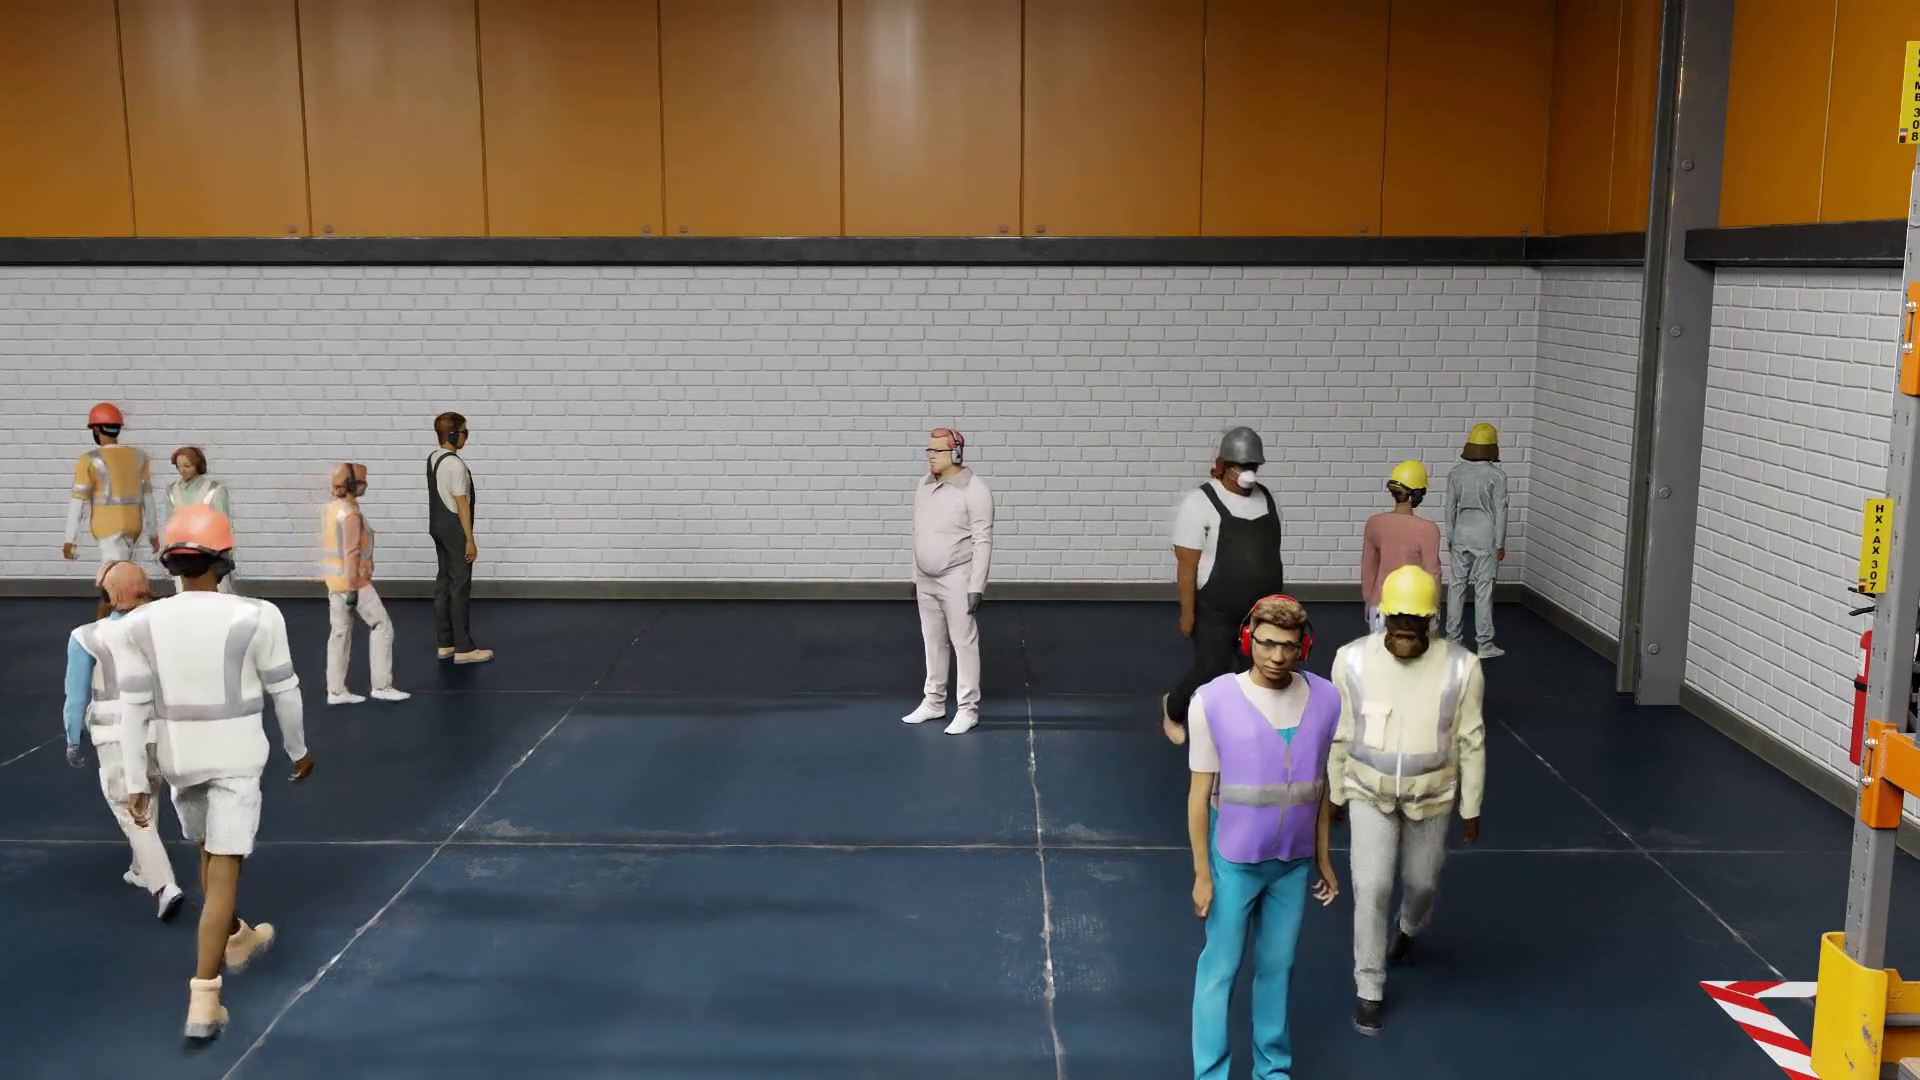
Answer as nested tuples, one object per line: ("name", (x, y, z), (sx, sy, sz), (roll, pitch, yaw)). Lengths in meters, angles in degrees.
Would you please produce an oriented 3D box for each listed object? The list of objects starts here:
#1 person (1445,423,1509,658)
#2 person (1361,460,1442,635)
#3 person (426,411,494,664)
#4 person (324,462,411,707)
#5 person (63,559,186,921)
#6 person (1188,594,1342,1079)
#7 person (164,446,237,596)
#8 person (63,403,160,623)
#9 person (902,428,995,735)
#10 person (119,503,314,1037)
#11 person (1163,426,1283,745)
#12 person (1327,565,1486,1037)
("person", (3.843, -0.001, 12.368), (0.312, 1.744, 0.487), (-9, 13, -42))
("person", (2.617, 0.408, 9.850), (0.325, 1.769, 0.524), (-8, 12, -39))
("person", (-3.694, -0.019, 12.174), (0.345, 1.845, 0.508), (-9, 13, -43))
("person", (-3.939, 0.288, 10.993), (0.623, 1.616, 0.529), (-7, 12, -37))
("person", (-3.696, 0.886, 7.472), (0.805, 1.609, 0.520), (8, 13, 41))
("person", (1.012, 1.079, 5.609), (0.564, 1.839, 0.395), (-4, 10, -21))
("person", (-5.549, 0.085, 12.269), (0.522, 1.604, 0.803), (0, 9, 2))
("person", (-6.332, -0.079, 12.446), (1.016, 1.883, 0.630), (5, 11, 26))
("person", (-0.095, 0.251, 10.369), (0.405, 1.911, 0.636), (-9, 13, -43))
("person", (-2.914, 0.862, 6.477), (0.616, 2.001, 1.034), (0, 9, -1))
("person", (1.531, 0.318, 9.566), (0.687, 2.000, 0.769), (-5, 10, -25))
("person", (1.744, 0.949, 6.540), (0.605, 1.797, 0.803), (3, 10, 17))
